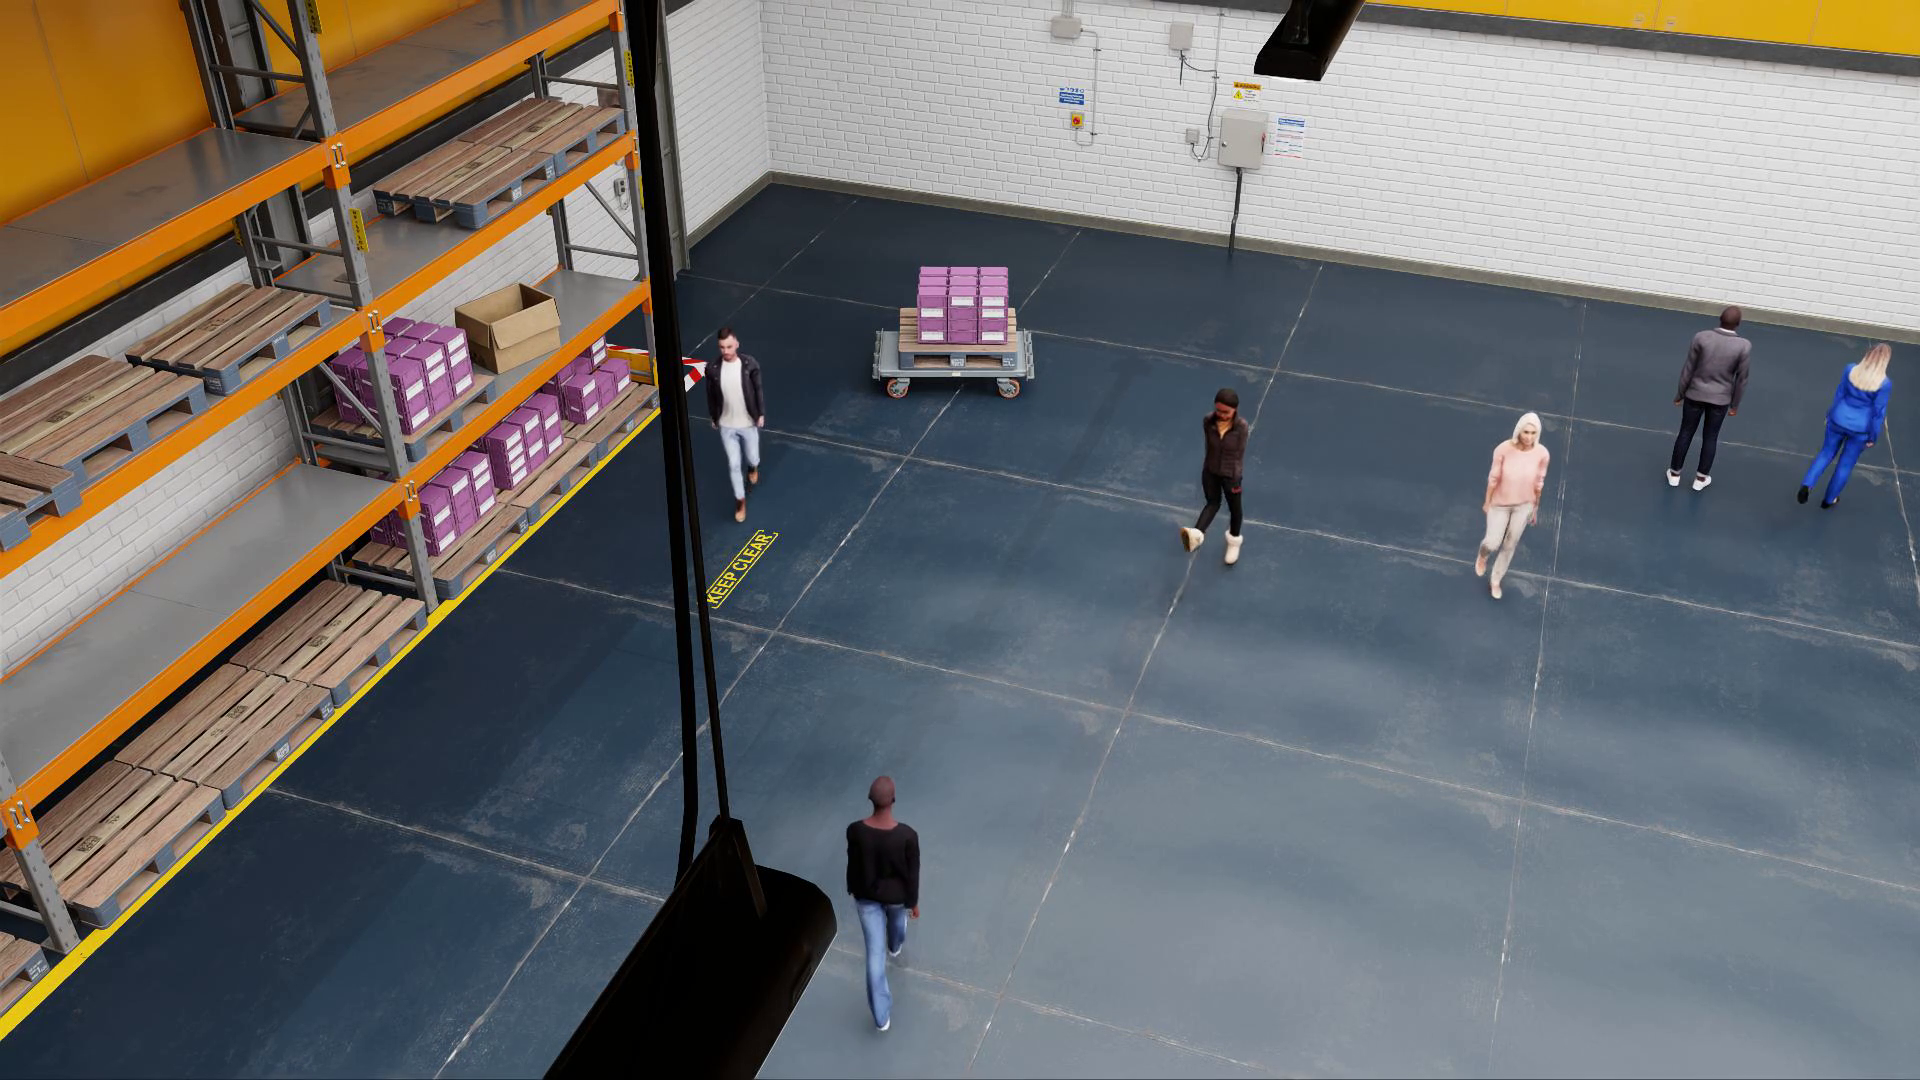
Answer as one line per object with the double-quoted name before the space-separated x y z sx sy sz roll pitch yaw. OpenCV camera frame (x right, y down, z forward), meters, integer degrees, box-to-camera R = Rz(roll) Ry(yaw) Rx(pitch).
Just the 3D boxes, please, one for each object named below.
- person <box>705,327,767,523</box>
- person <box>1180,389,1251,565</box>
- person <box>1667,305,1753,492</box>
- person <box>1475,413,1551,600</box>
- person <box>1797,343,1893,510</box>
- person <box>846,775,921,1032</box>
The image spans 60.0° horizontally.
"person" -1.979 -1.092 14.865 0.893 1.816 1.059 -2 34 -3
"person" 2.211 -0.495 14.115 0.898 1.653 0.671 12 35 17
"person" 6.824 -1.295 15.171 0.753 1.817 0.640 18 38 25
"person" 4.584 -0.344 13.832 0.684 1.715 0.758 3 34 5
"person" 7.874 -0.973 14.801 0.954 1.689 0.870 -21 39 -29
"person" -0.477 2.201 10.014 0.845 1.703 1.204 2 34 3
